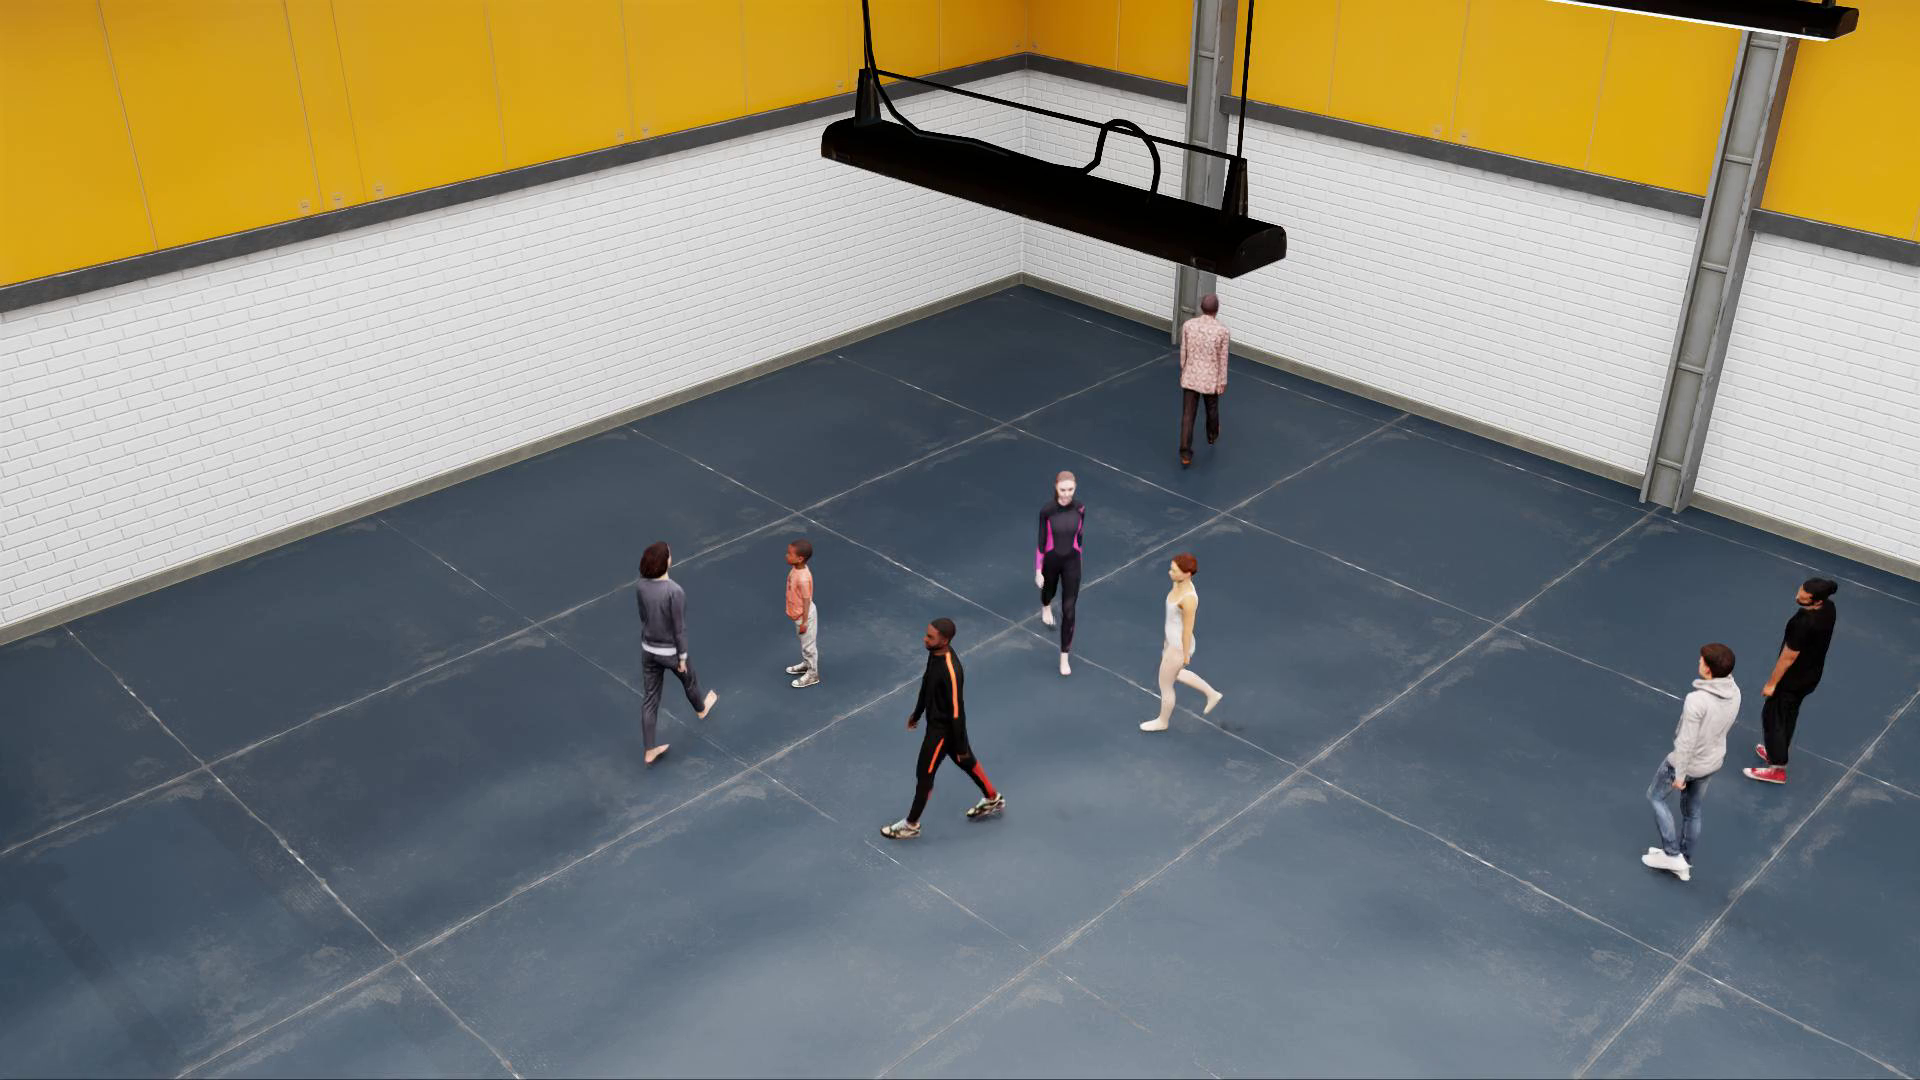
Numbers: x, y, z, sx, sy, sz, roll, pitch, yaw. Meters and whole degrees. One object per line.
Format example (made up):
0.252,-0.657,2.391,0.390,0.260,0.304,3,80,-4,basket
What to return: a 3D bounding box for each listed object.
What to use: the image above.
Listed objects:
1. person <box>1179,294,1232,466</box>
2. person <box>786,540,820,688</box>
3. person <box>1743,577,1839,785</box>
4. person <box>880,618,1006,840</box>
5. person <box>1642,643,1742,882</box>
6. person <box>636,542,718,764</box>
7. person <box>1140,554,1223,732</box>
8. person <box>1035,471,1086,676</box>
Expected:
2.466,-1.618,17.160,1.195,1.762,1.092,8,30,15,person
-1.276,0.579,13.603,0.627,1.310,0.541,-6,29,-12,person
6.236,0.996,12.398,0.702,1.733,0.653,-12,31,-20,person
-0.017,1.311,11.786,1.121,1.766,1.192,-6,29,-11,person
5.048,1.549,11.272,0.753,1.839,0.729,-15,32,-26,person
-2.287,0.892,12.608,1.133,1.714,0.986,11,30,19,person
1.773,0.804,12.866,0.953,1.621,0.920,-1,29,-1,person
0.823,0.180,13.918,1.074,1.709,1.197,-1,29,-2,person
